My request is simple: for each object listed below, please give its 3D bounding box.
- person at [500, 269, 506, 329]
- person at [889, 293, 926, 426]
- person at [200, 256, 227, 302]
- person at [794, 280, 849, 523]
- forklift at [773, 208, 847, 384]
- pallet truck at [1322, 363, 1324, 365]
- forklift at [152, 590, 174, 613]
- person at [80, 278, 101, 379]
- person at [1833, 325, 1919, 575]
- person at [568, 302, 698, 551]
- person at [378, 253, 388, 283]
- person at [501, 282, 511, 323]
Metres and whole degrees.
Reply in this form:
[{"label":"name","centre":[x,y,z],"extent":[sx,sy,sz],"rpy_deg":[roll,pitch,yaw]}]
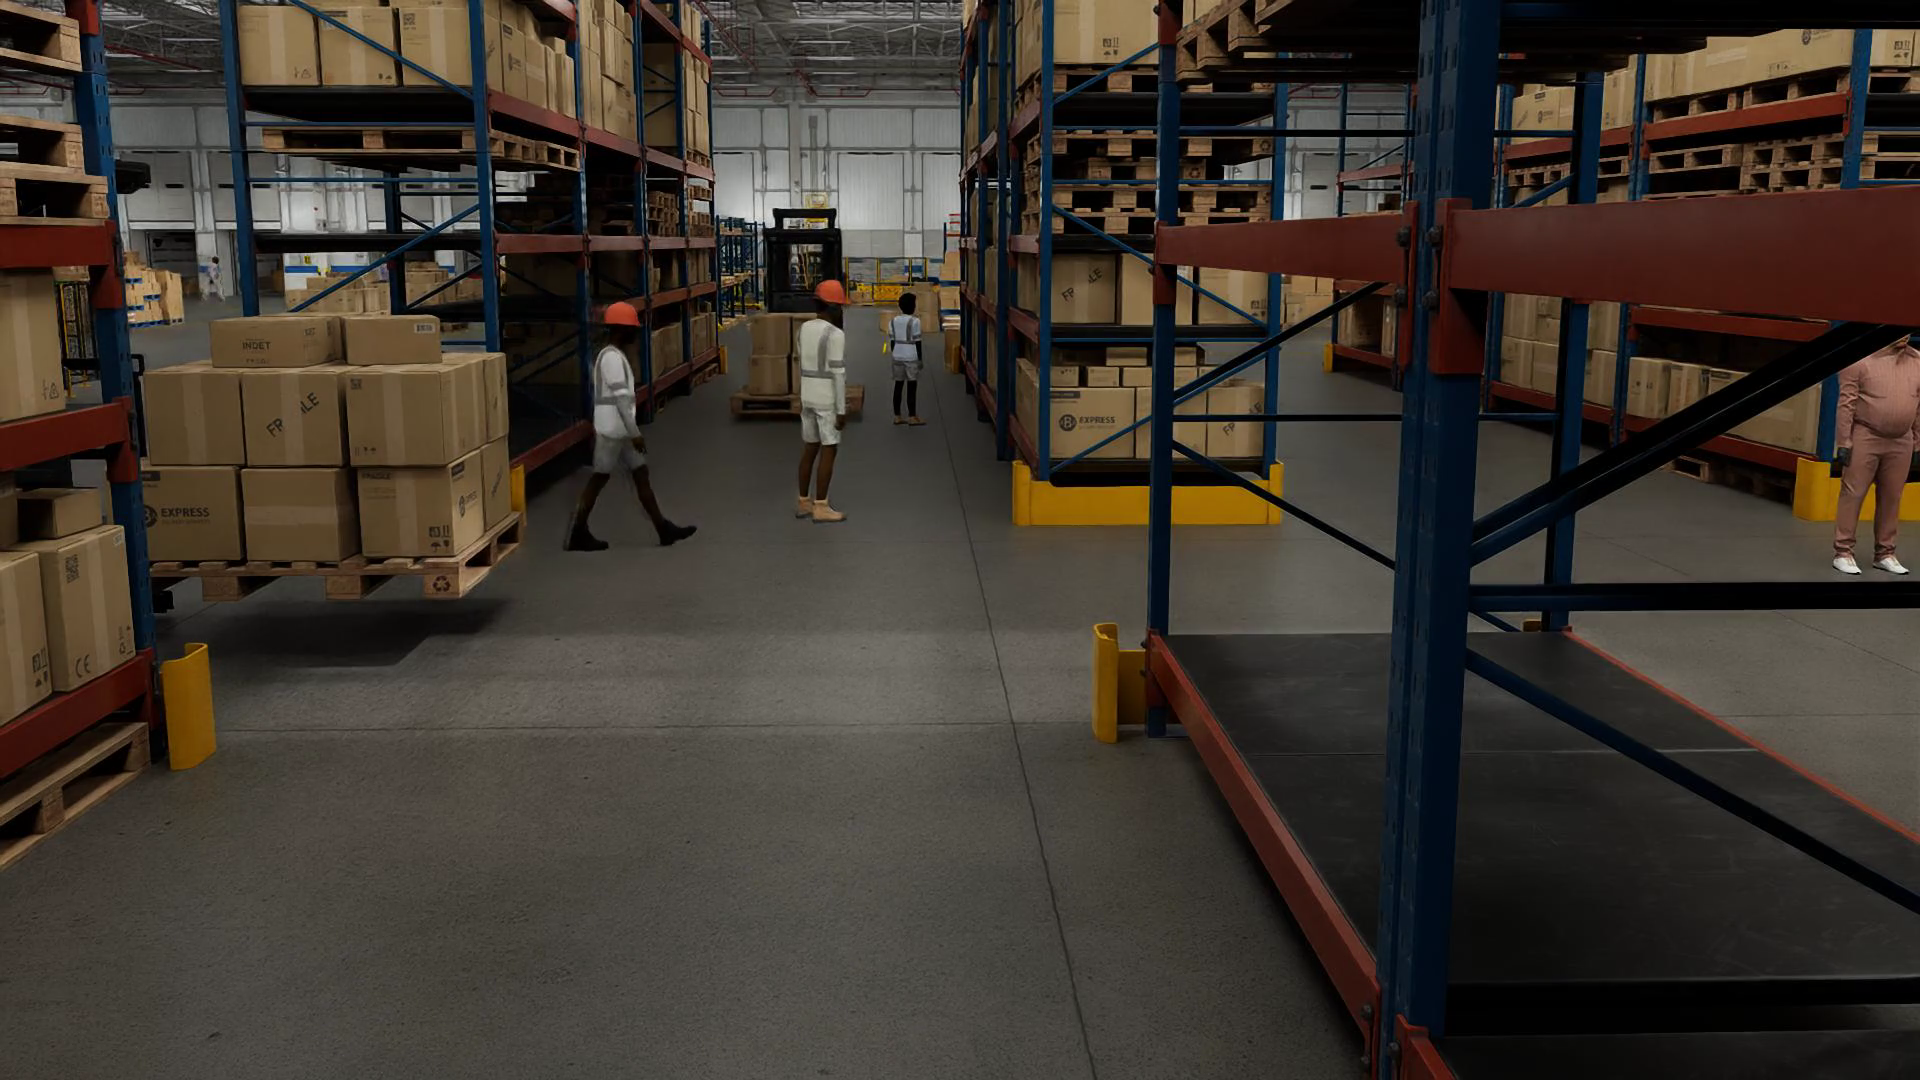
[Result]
[{"label":"person","centre":[-12.443,-6.621,44.661],"extent":[0.543,1.928,0.373],"rpy_deg":[4,11,21]},{"label":"person","centre":[-0.680,-2.305,21.260],"extent":[0.530,1.695,0.321],"rpy_deg":[9,14,41]},{"label":"person","centre":[-29.051,-10.106,64.528],"extent":[0.961,1.785,0.629],"rpy_deg":[-8,13,-38]},{"label":"person","centre":[-1.136,-1.157,13.948],"extent":[0.424,2.030,0.604],"rpy_deg":[-9,13,-40]},{"label":"forklift","centre":[-2.271,-3.506,24.653],"extent":[1.129,2.768,1.873],"rpy_deg":[0,10,-2]},{"label":"pallet truck","centre":[7.712,-4.157,30.737],"extent":[1.885,1.965,0.823],"rpy_deg":[3,11,16]},{"label":"forklift","centre":[-5.858,-0.811,9.639],"extent":[1.873,2.768,1.129],"rpy_deg":[-1,10,-3]},{"label":"person","centre":[-14.849,-3.666,28.731],"extent":[0.538,1.735,0.683],"rpy_deg":[9,13,40]},{"label":"person","centre":[6.508,-0.694,11.738],"extent":[0.642,1.900,0.401],"rpy_deg":[0,10,-2]},{"label":"person","centre":[-2.542,-0.844,12.597],"extent":[0.985,1.885,0.568],"rpy_deg":[-1,10,-5]},{"label":"person","centre":[-21.595,-9.784,62.343],"extent":[0.428,1.907,0.596],"rpy_deg":[0,10,2]},{"label":"person","centre":[-8.109,-3.851,30.107],"extent":[0.614,1.604,0.531],"rpy_deg":[6,12,31]}]
